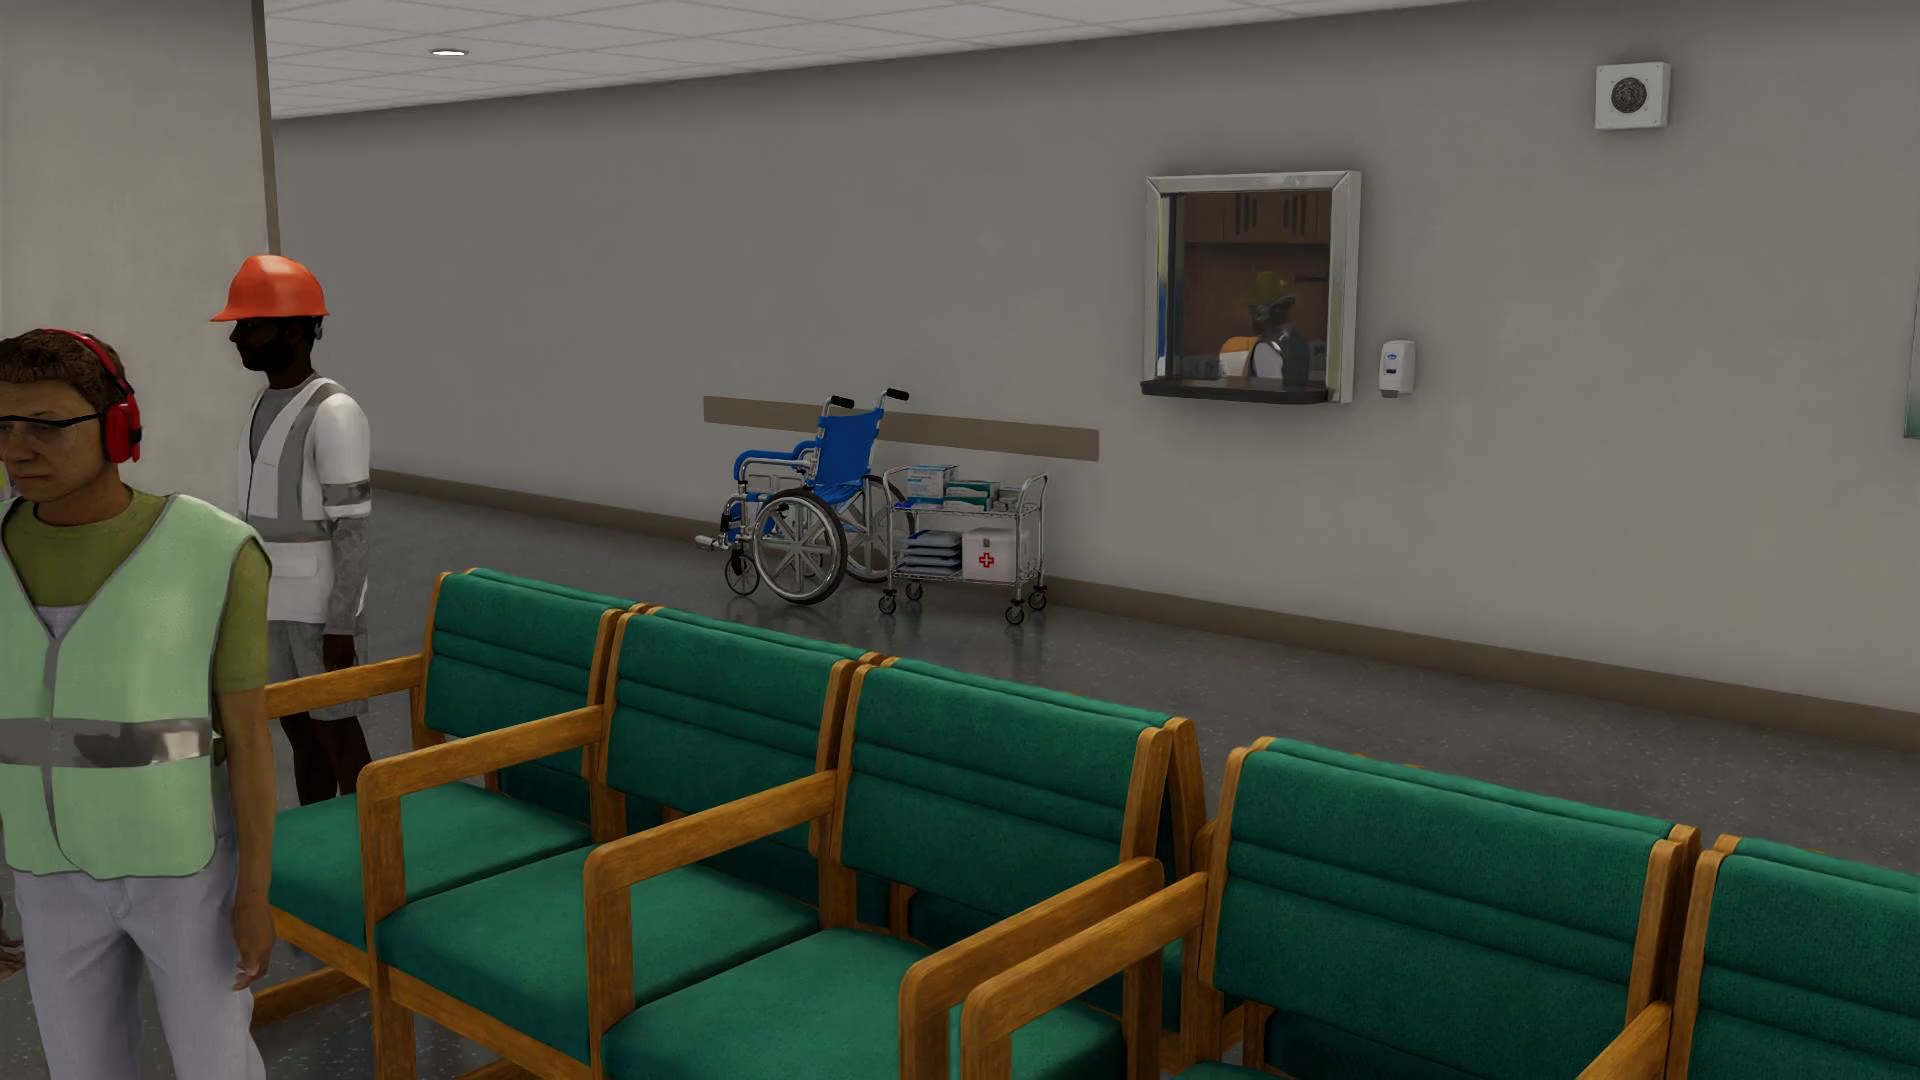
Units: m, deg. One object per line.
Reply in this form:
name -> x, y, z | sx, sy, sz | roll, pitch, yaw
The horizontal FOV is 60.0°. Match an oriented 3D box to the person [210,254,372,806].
person -> -1.878, 0.171, 4.730 | 0.543, 1.939, 0.361 | 9, 13, 42

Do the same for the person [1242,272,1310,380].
person -> 1.698, -0.546, 9.118 | 0.403, 1.828, 0.596 | 5, 11, 27

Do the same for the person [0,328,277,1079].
person -> -1.409, 0.561, 2.825 | 0.560, 1.837, 0.387 | 0, 10, 1
